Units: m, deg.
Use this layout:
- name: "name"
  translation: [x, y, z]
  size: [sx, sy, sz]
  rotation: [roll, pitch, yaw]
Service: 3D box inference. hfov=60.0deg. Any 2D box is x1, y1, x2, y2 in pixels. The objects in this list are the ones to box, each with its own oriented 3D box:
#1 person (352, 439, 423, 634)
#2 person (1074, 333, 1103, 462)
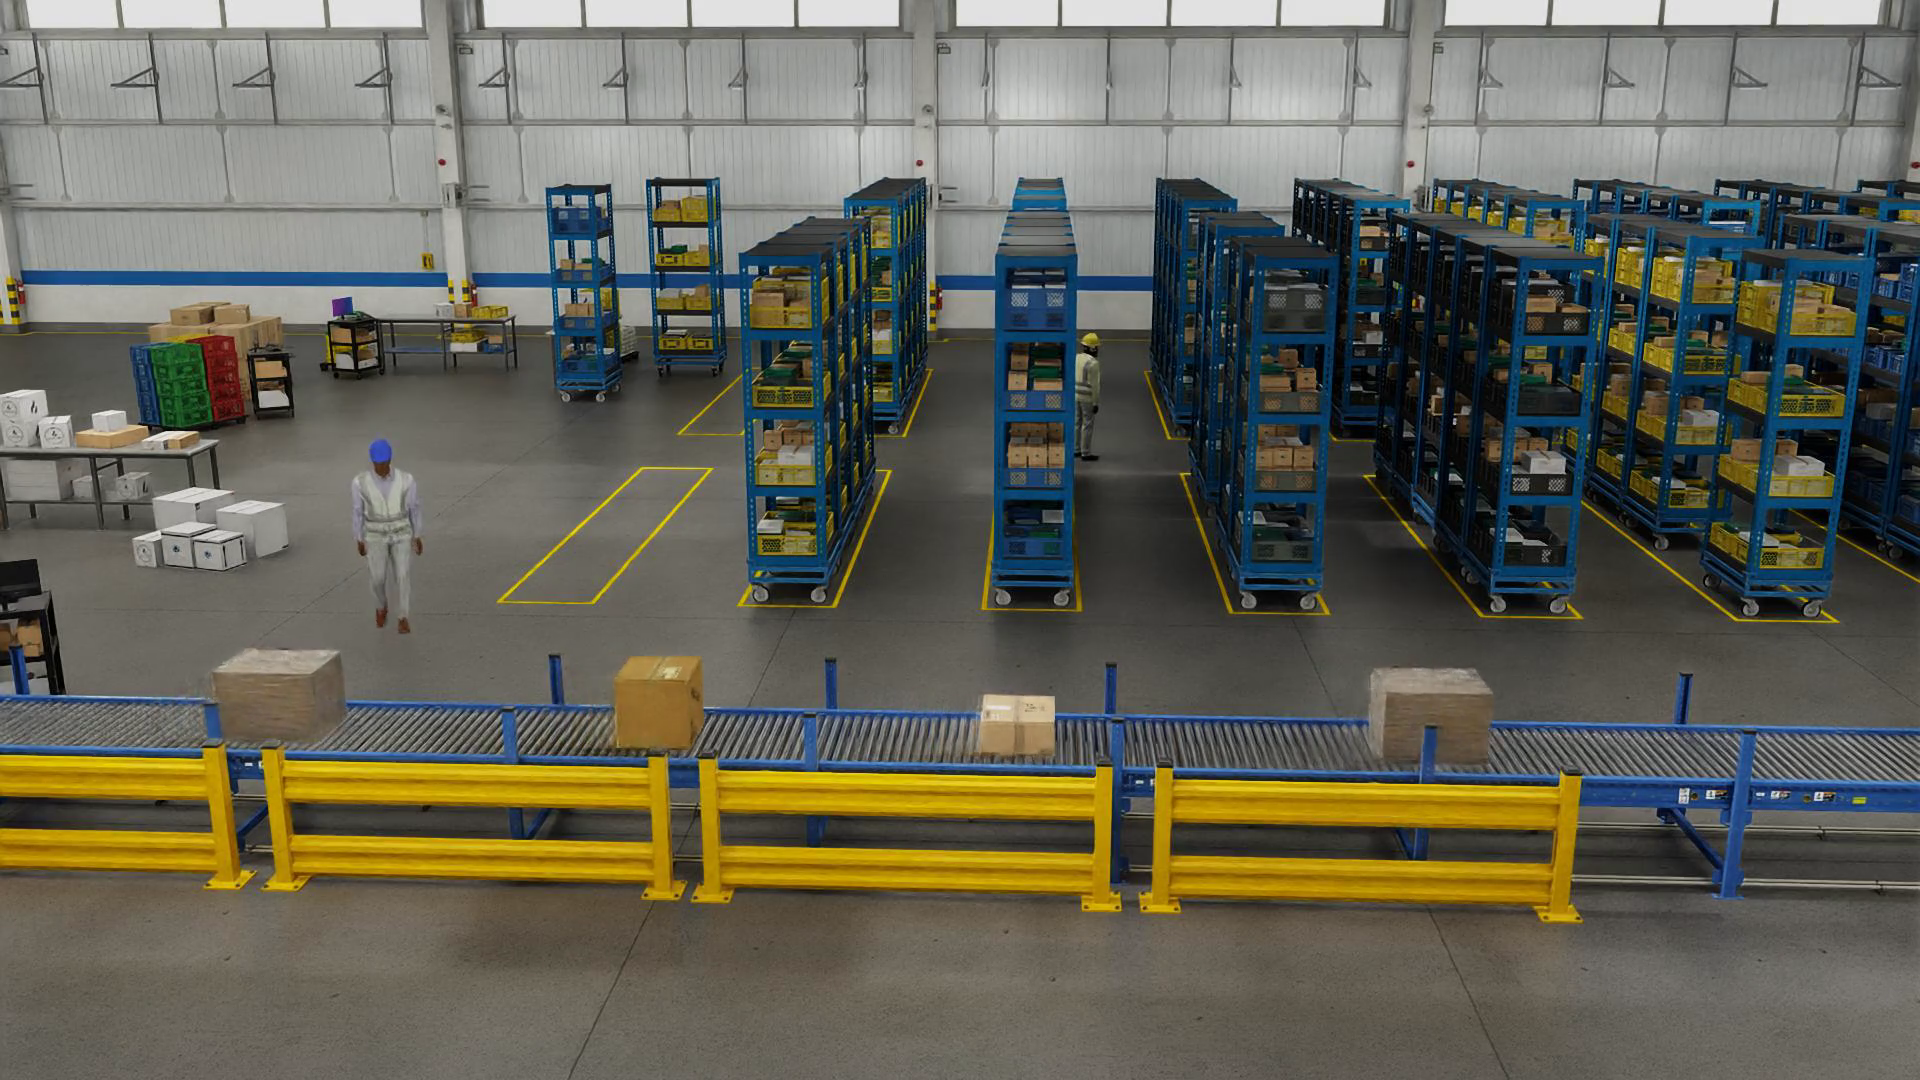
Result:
- name: "person"
  translation: [-5.492, -0.029, 15.991]
  size: [0.626, 1.931, 0.449]
  rotation: [-6, 16, -22]
- name: "person"
  translation: [1.815, -2.023, 23.607]
  size: [0.408, 1.824, 0.586]
  rotation: [-8, 17, -27]
